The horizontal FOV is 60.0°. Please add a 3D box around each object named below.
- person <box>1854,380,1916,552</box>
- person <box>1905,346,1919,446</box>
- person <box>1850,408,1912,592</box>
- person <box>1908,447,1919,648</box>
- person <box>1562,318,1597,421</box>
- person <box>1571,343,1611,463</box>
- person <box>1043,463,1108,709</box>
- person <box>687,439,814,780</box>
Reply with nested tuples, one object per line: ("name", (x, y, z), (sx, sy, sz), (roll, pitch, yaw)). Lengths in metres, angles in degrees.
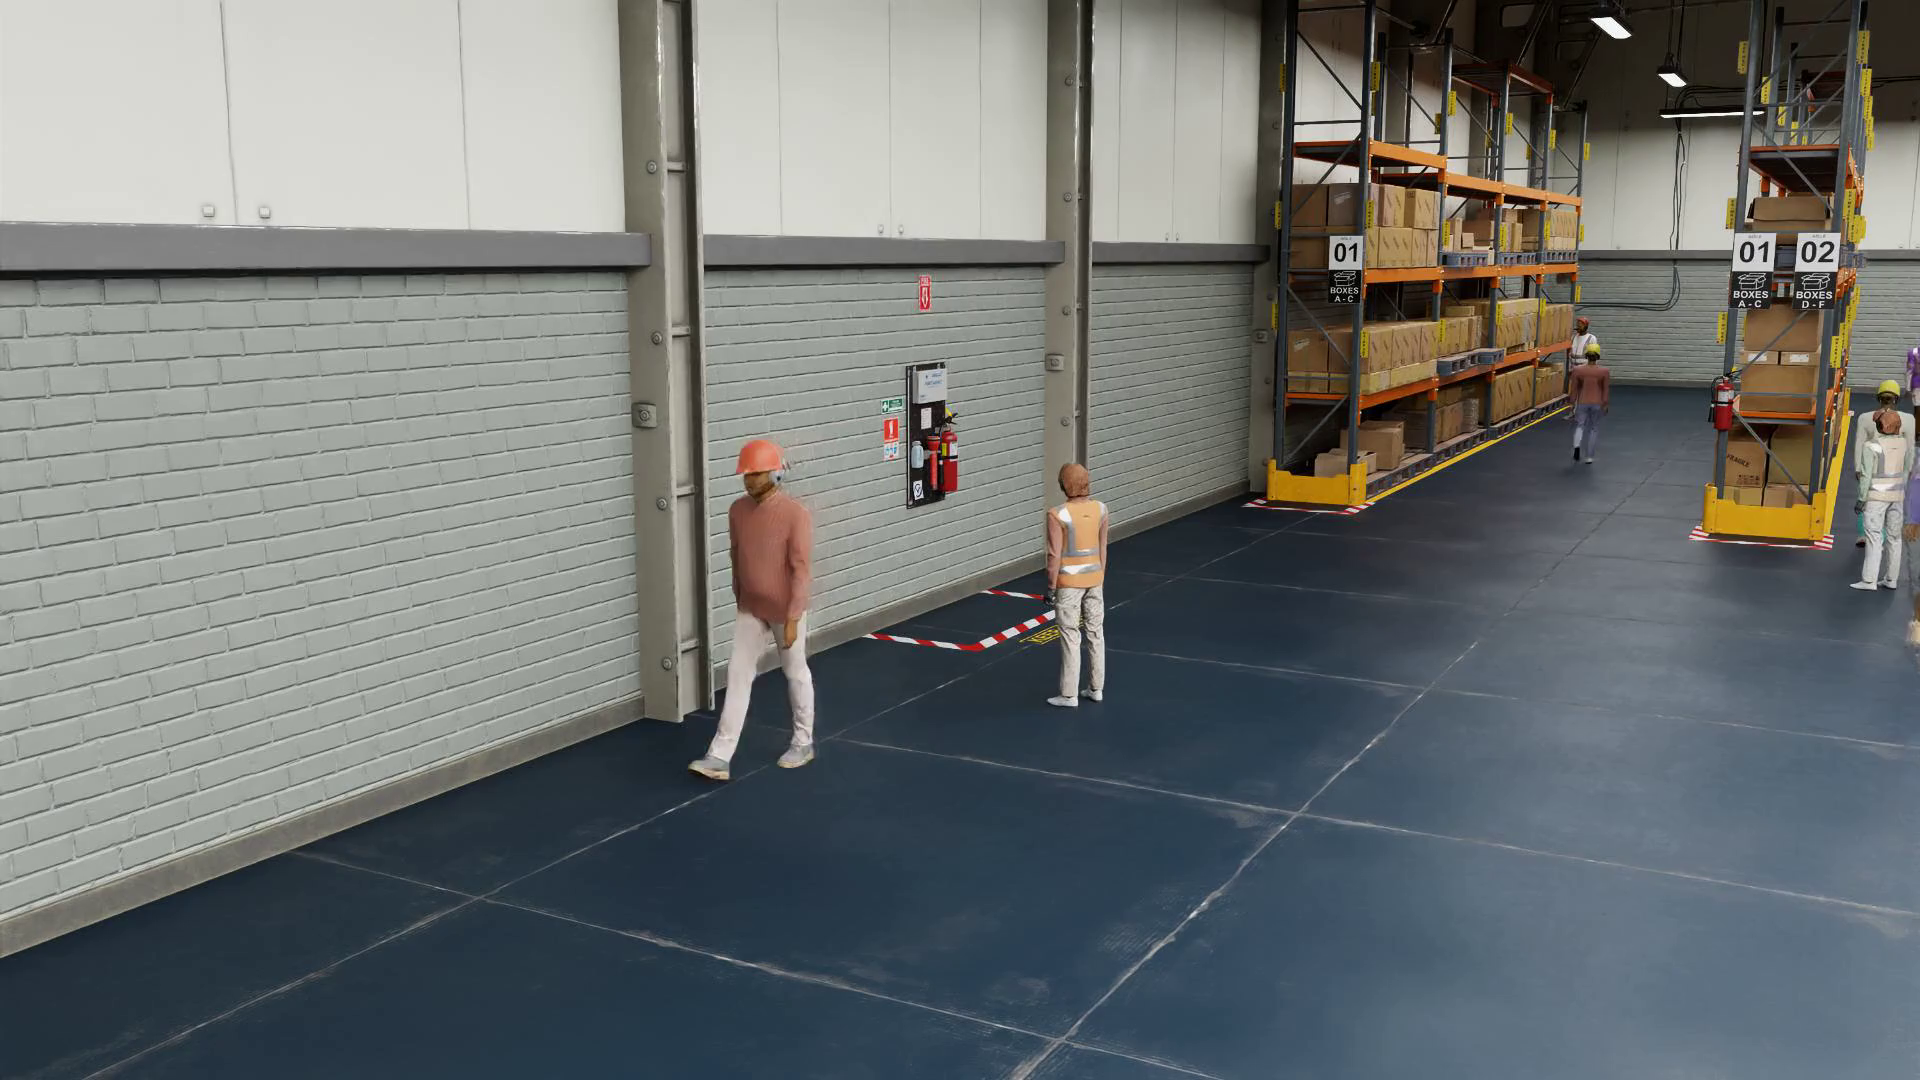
("person", (9.386, -0.750, 16.901), (0.532, 1.748, 0.610), (6, 11, 32))
("person", (15.176, -2.420, 26.155), (0.564, 1.917, 0.410), (4, 10, 21))
("person", (8.244, -0.353, 14.873), (0.515, 1.641, 0.314), (-2, 10, -14))
("person", (7.724, -0.175, 12.768), (1.001, 1.995, 0.611), (-3, 10, -18))
("person", (11.294, -3.098, 30.240), (0.360, 1.882, 0.575), (-5, 11, -25))
("person", (9.068, -1.959, 23.949), (0.531, 1.753, 0.459), (5, 11, 27))
("person", (0.772, 0.304, 11.042), (0.515, 1.636, 0.315), (-7, 12, -36))
("person", (-1.150, 0.412, 9.457), (0.633, 1.946, 0.999), (6, 11, 31))
